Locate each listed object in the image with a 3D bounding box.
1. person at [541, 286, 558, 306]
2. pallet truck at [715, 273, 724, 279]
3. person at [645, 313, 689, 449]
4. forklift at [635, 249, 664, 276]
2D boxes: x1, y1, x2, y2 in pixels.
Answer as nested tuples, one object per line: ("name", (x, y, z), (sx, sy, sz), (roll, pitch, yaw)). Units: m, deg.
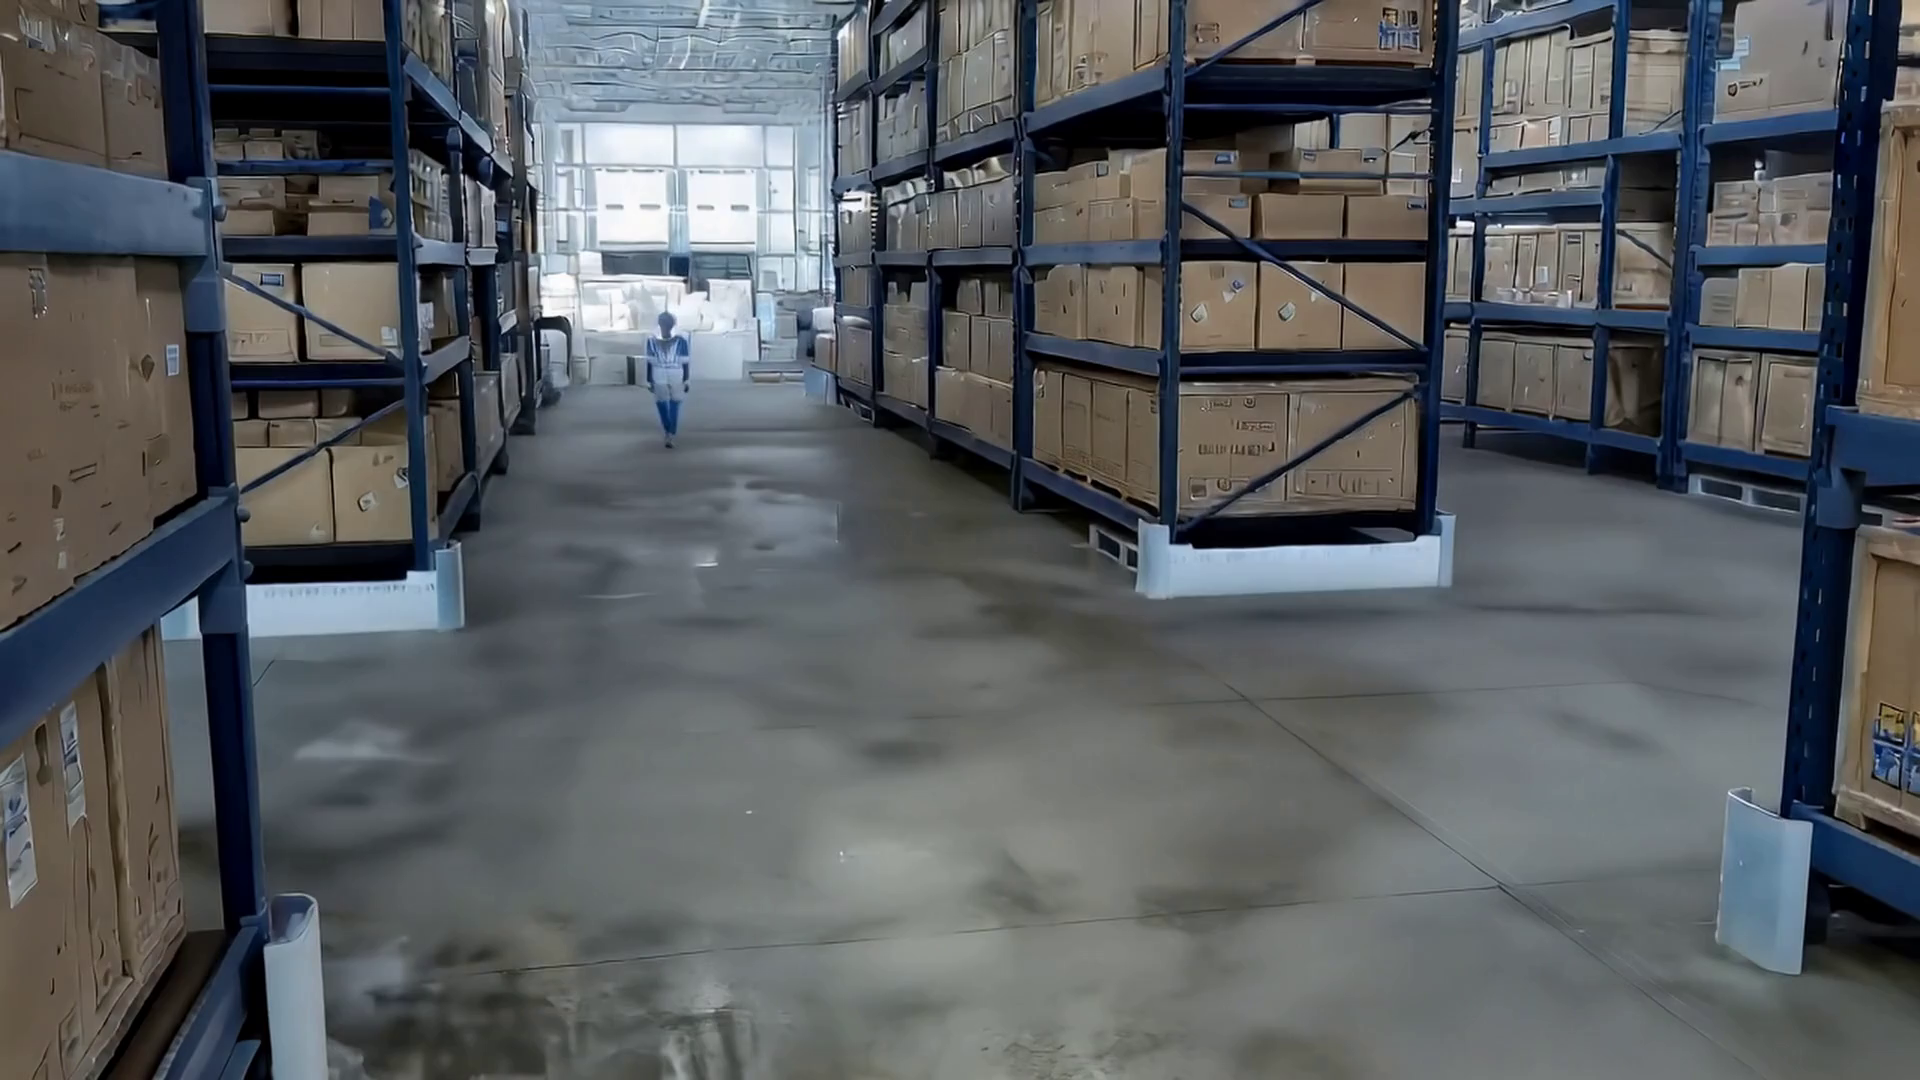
("person", (-14.523, -8.385, 58.829), (0.595, 1.925, 0.374), (-2, 9, -11))
("pallet truck", (-8.580, -8.986, 62.280), (1.885, 1.965, 0.823), (1, 9, 5))
("person", (-3.615, -1.983, 20.599), (0.536, 1.668, 0.757), (0, 9, -1))
("forklift", (-10.500, -8.463, 56.408), (1.129, 2.768, 1.873), (-7, 12, -38))
